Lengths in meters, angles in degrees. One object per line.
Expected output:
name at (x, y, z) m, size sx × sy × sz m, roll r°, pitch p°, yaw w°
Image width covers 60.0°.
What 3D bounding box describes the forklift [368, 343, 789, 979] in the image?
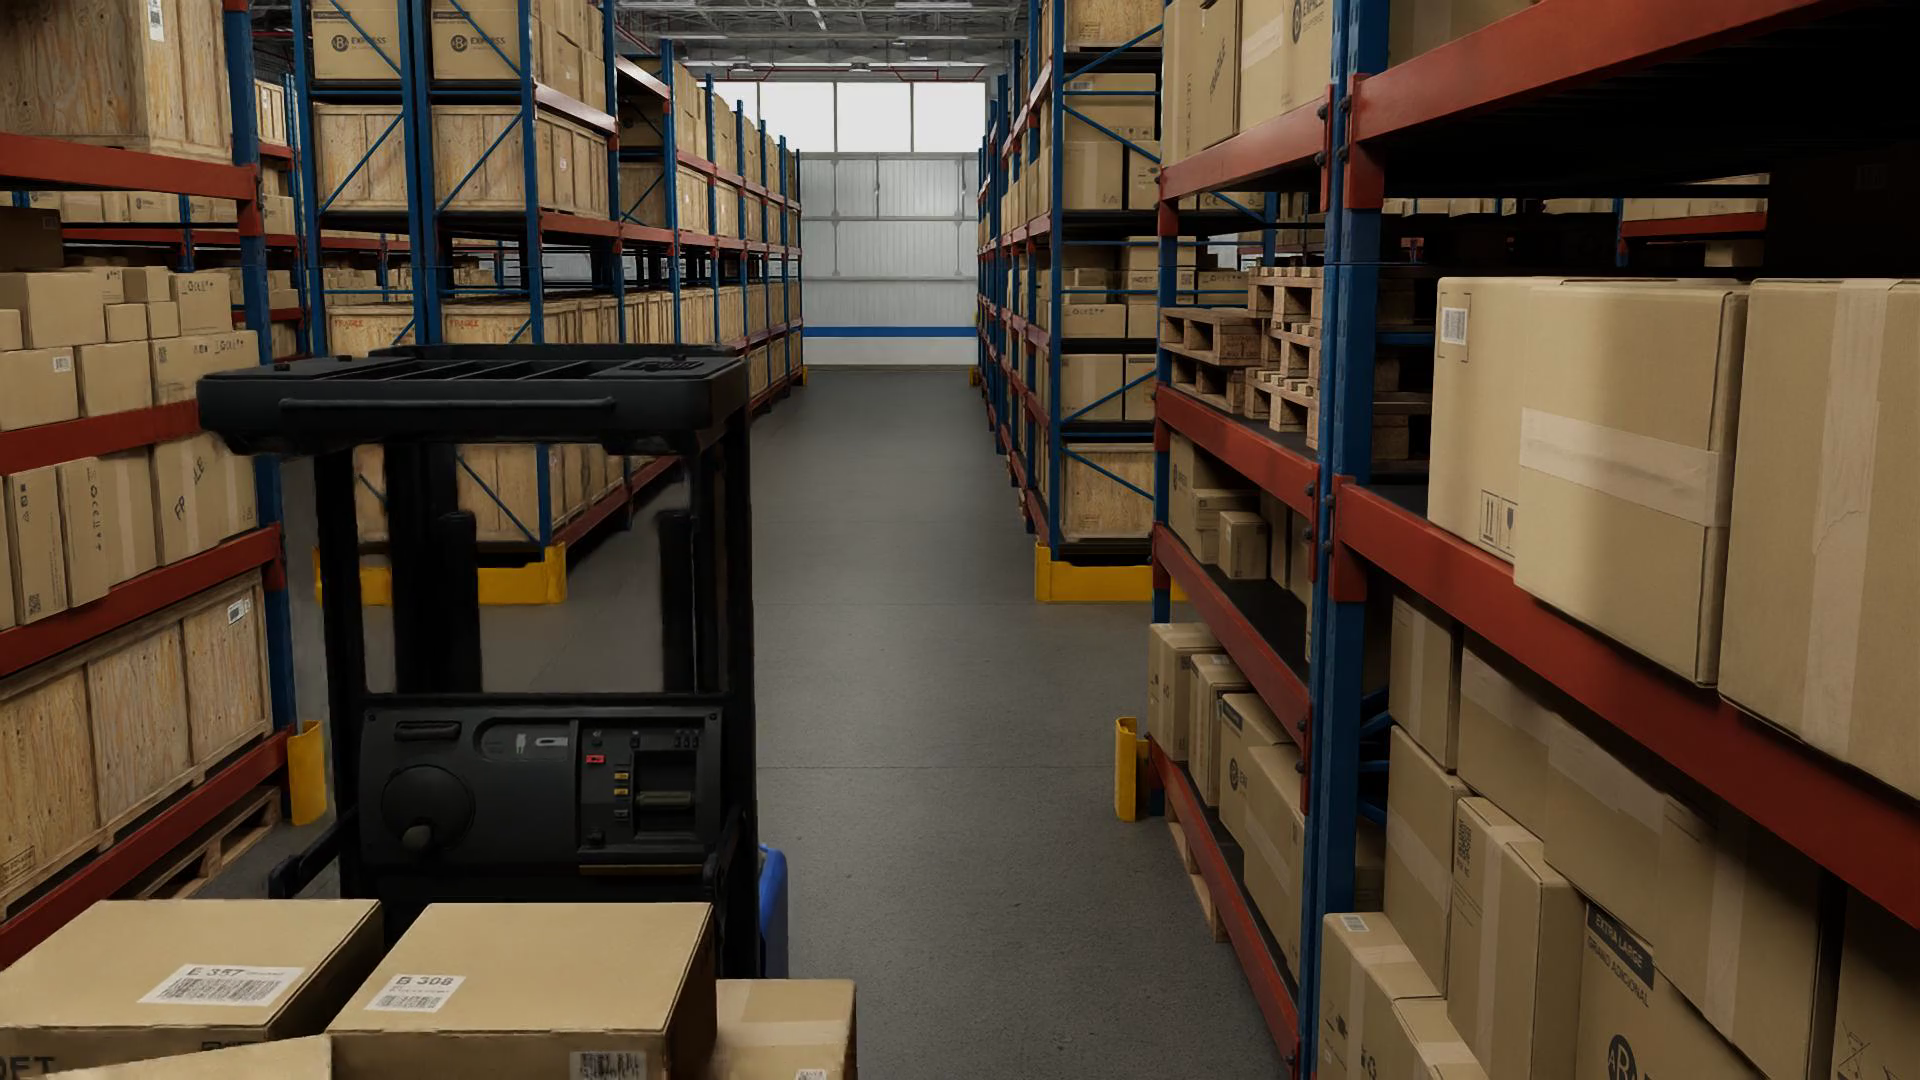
forklift at (-1.084, 0.837, 4.724) m, size 1.129 × 2.768 × 1.873 m, roll 0°, pitch 9°, yaw -1°
